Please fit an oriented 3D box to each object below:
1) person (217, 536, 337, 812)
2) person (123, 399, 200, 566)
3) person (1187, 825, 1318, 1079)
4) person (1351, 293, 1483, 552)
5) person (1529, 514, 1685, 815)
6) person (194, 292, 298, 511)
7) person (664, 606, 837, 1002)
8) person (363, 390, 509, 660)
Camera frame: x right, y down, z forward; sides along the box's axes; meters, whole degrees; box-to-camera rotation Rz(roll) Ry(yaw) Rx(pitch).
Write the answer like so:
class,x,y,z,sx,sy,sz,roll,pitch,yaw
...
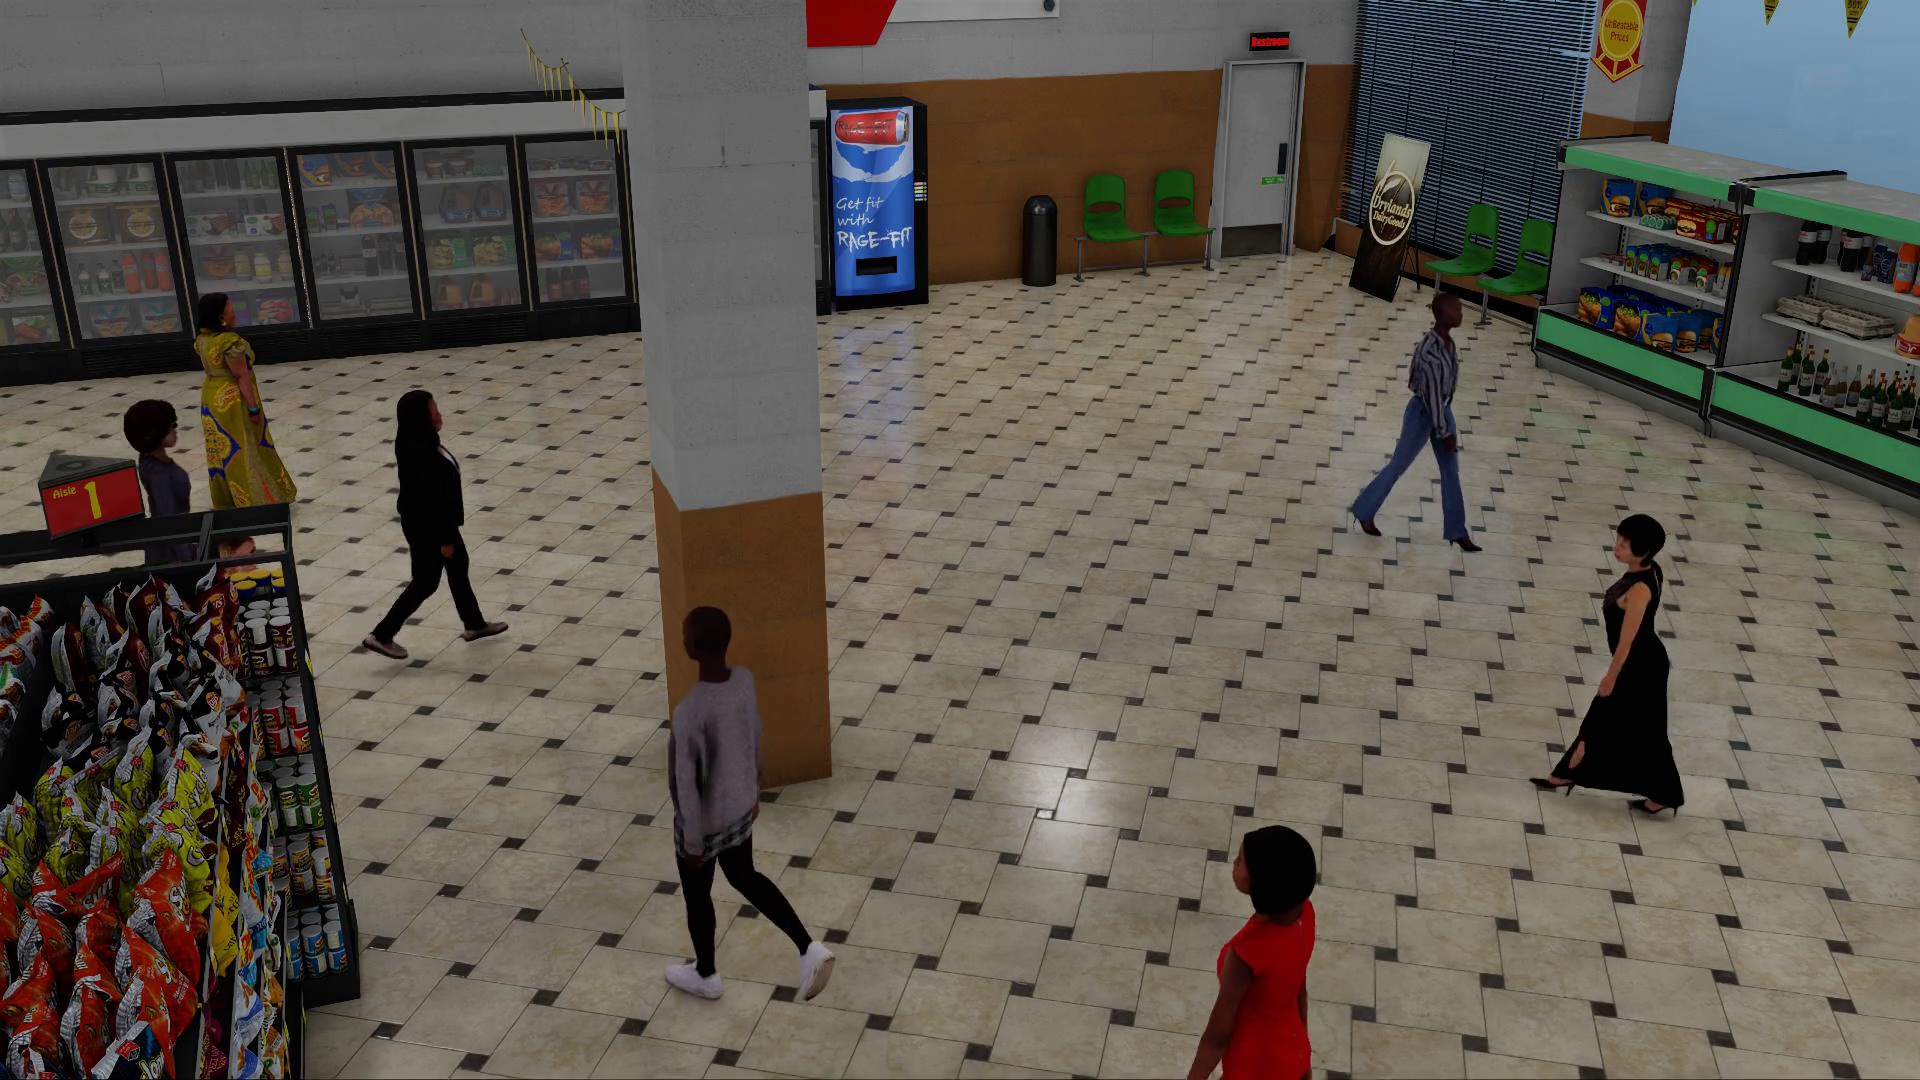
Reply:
class,x,y,z,sx,sy,sz,roll,pitch,yaw
person,-3.362,0.667,7.770,0.760,1.611,0.659,0,22,1
person,-4.431,0.088,9.139,0.705,1.665,1.049,-10,24,-24
person,1.002,1.704,5.083,1.187,1.691,1.017,15,26,32
person,3.036,-0.767,11.158,1.221,1.746,1.028,15,27,33
person,3.294,0.634,7.926,0.991,1.557,0.983,10,24,23
person,-5.100,-0.926,11.669,0.952,1.661,1.058,16,27,34
person,-0.872,1.093,6.515,1.109,1.756,1.021,11,24,26
person,-3.134,-0.048,9.586,0.808,1.584,1.052,-11,24,-26
